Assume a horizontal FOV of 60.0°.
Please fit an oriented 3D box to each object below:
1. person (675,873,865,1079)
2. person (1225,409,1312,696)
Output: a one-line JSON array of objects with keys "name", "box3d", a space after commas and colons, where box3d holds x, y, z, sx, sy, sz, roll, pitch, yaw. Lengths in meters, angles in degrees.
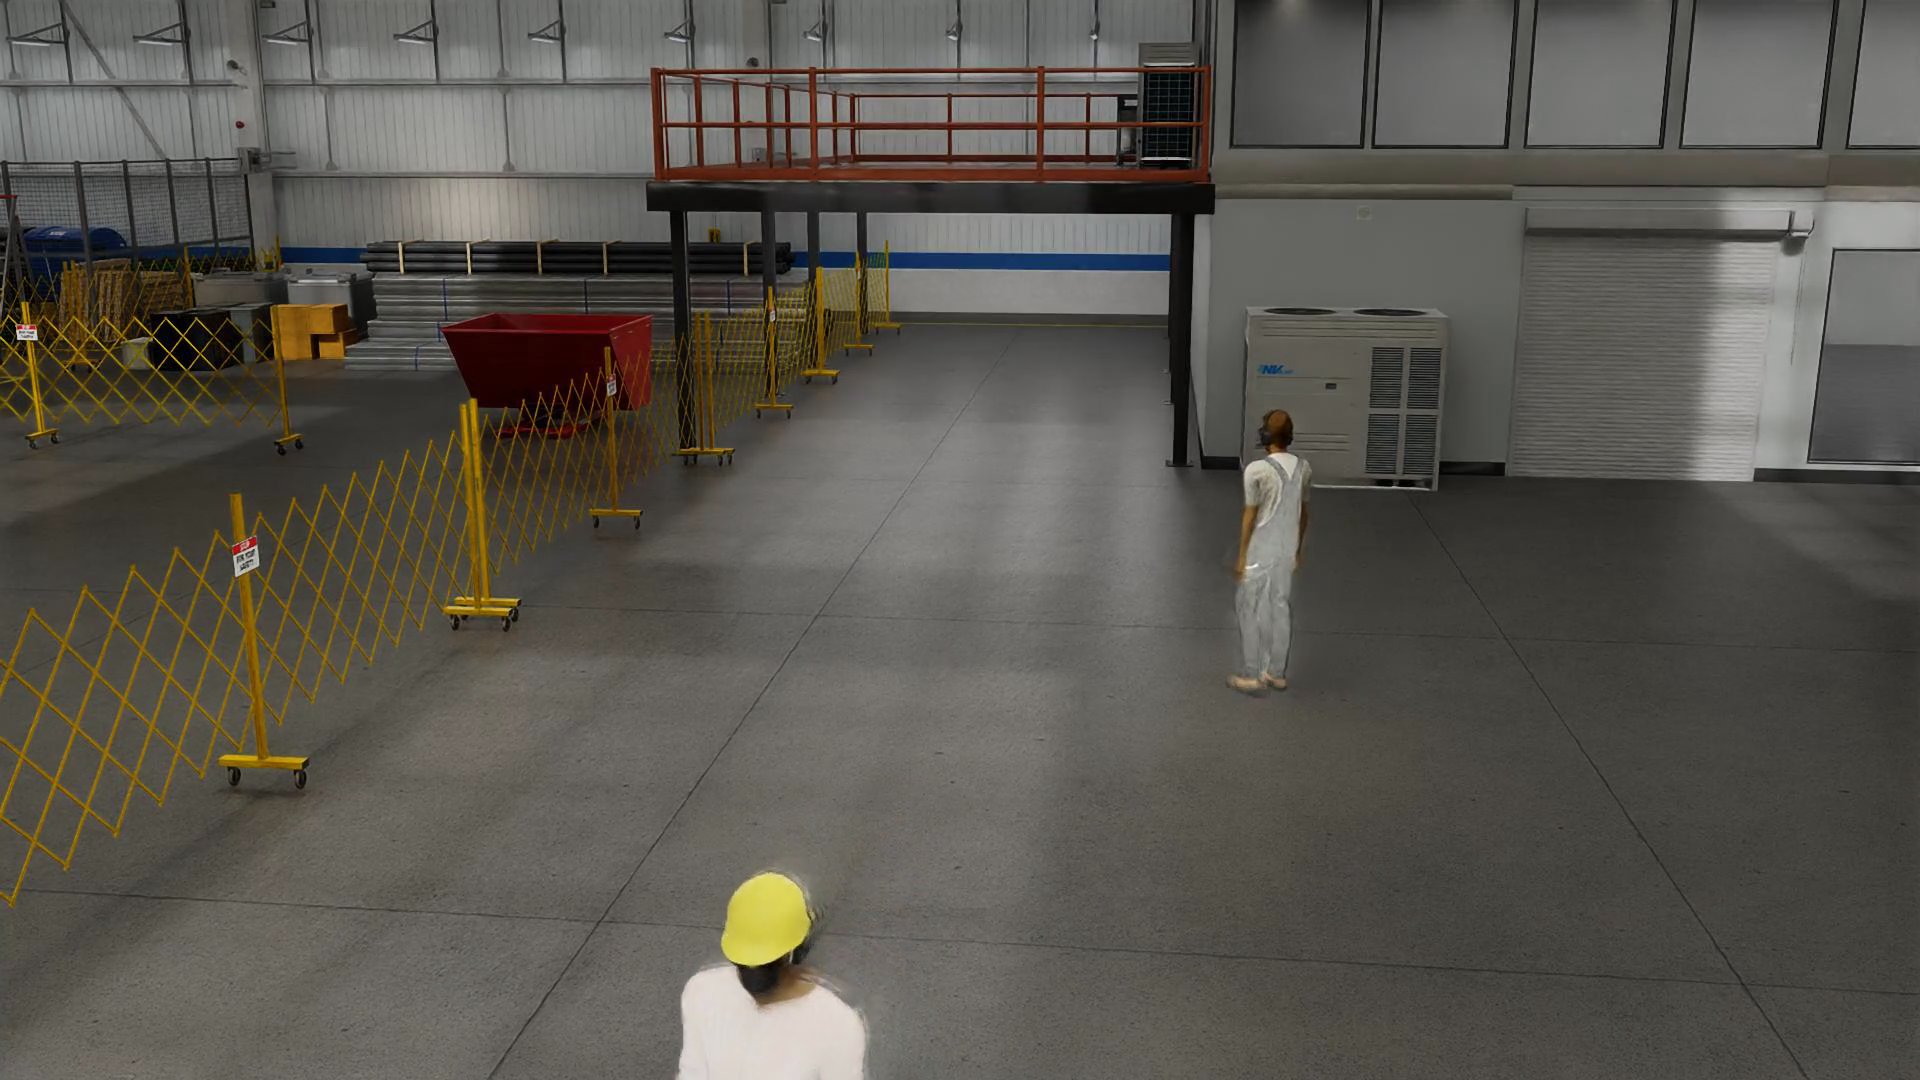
[{"name": "person", "box3d": [-0.473, 1.651, 4.381, 0.537, 1.749, 0.640, 6, 15, 23]}, {"name": "person", "box3d": [1.986, 0.084, 10.617, 0.540, 1.837, 0.363, -7, 16, -27]}]
